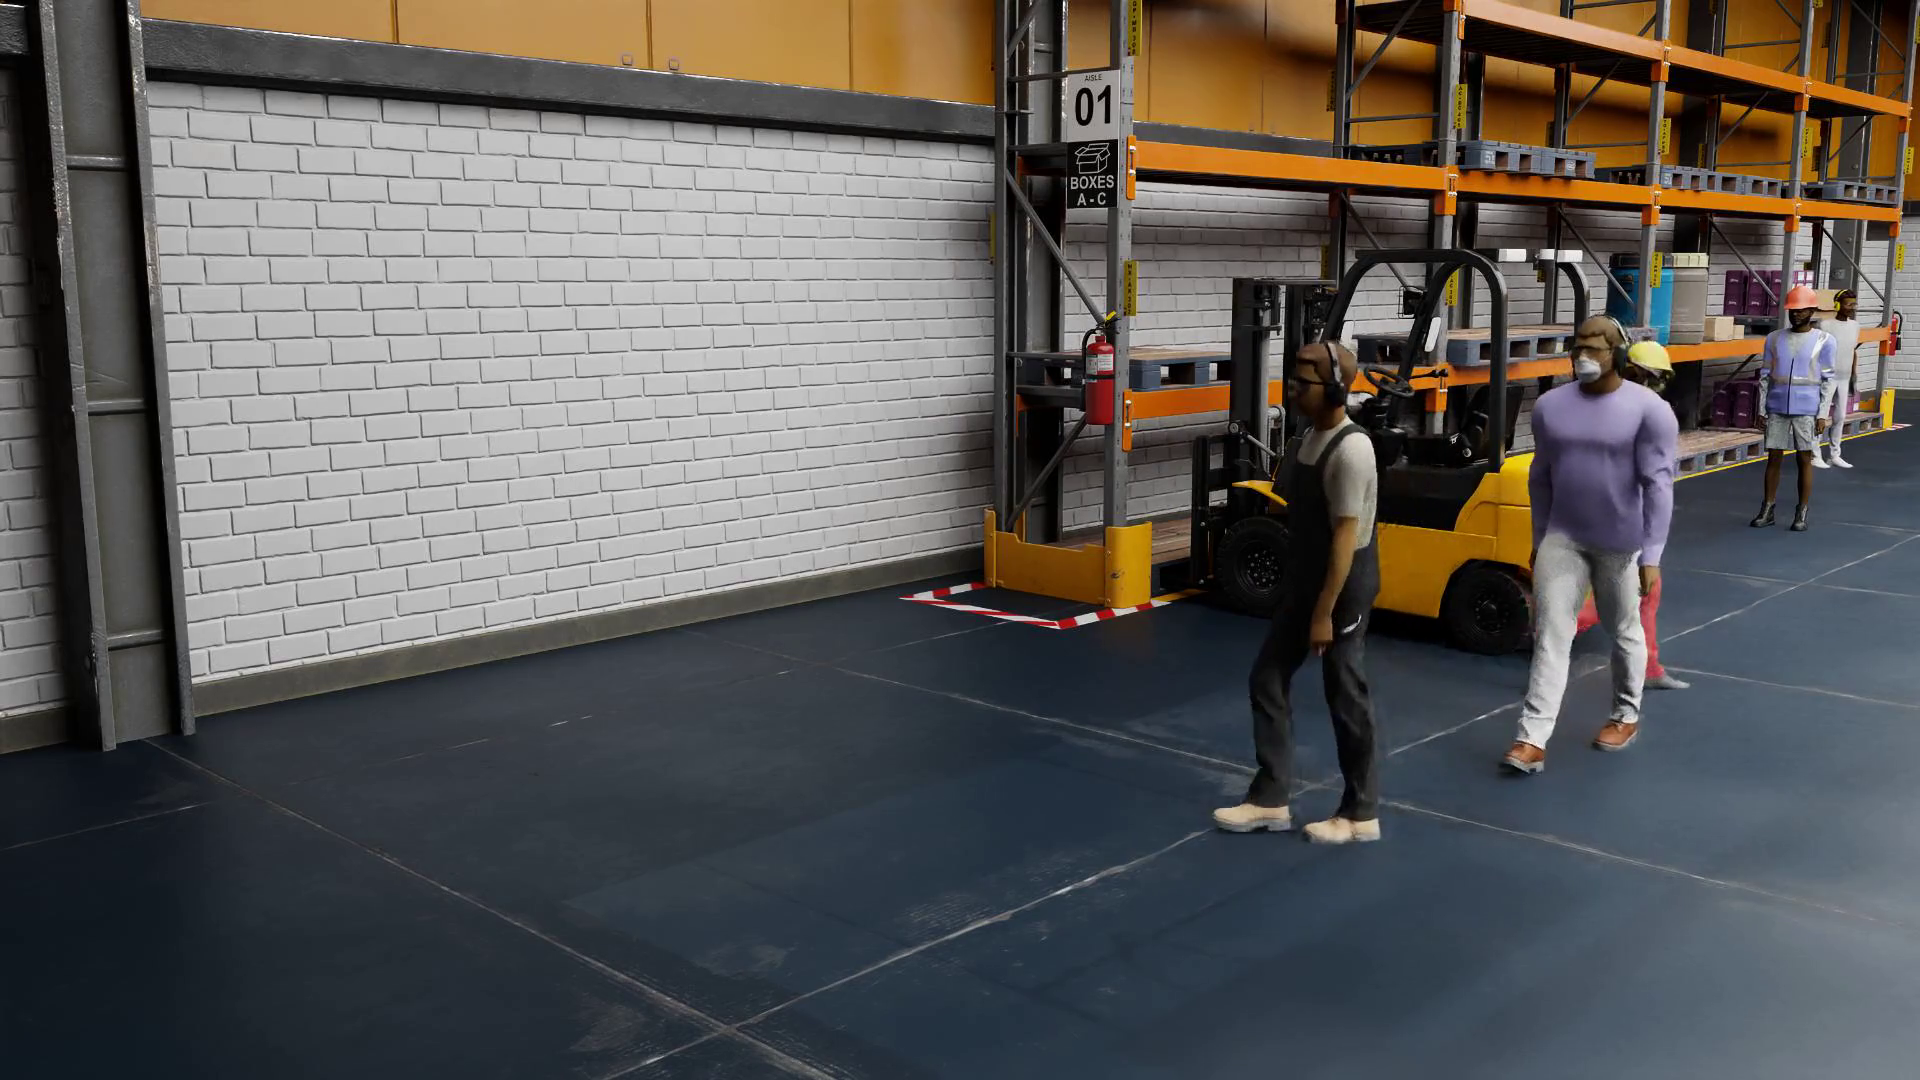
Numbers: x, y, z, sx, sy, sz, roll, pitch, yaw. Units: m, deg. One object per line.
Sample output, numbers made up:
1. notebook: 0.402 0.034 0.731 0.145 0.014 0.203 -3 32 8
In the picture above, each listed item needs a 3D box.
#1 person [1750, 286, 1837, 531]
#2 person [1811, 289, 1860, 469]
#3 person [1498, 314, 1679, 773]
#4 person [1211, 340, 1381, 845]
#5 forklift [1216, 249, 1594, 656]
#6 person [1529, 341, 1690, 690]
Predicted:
1. person: 6.609 -1.039 13.200 0.545 1.938 0.356 8 12 40
2. person: 9.110 -1.666 17.282 0.515 1.862 0.328 -3 10 -15
3. person: 2.623 0.014 6.915 1.009 1.885 0.647 -9 13 -44
4. person: 1.204 0.206 5.928 0.747 1.817 0.542 -2 9 -9
5. forklift: 2.710 -0.584 9.626 2.313 2.155 1.214 9 13 43
6. person: 3.201 -0.102 8.103 0.755 1.733 0.538 1 9 4
